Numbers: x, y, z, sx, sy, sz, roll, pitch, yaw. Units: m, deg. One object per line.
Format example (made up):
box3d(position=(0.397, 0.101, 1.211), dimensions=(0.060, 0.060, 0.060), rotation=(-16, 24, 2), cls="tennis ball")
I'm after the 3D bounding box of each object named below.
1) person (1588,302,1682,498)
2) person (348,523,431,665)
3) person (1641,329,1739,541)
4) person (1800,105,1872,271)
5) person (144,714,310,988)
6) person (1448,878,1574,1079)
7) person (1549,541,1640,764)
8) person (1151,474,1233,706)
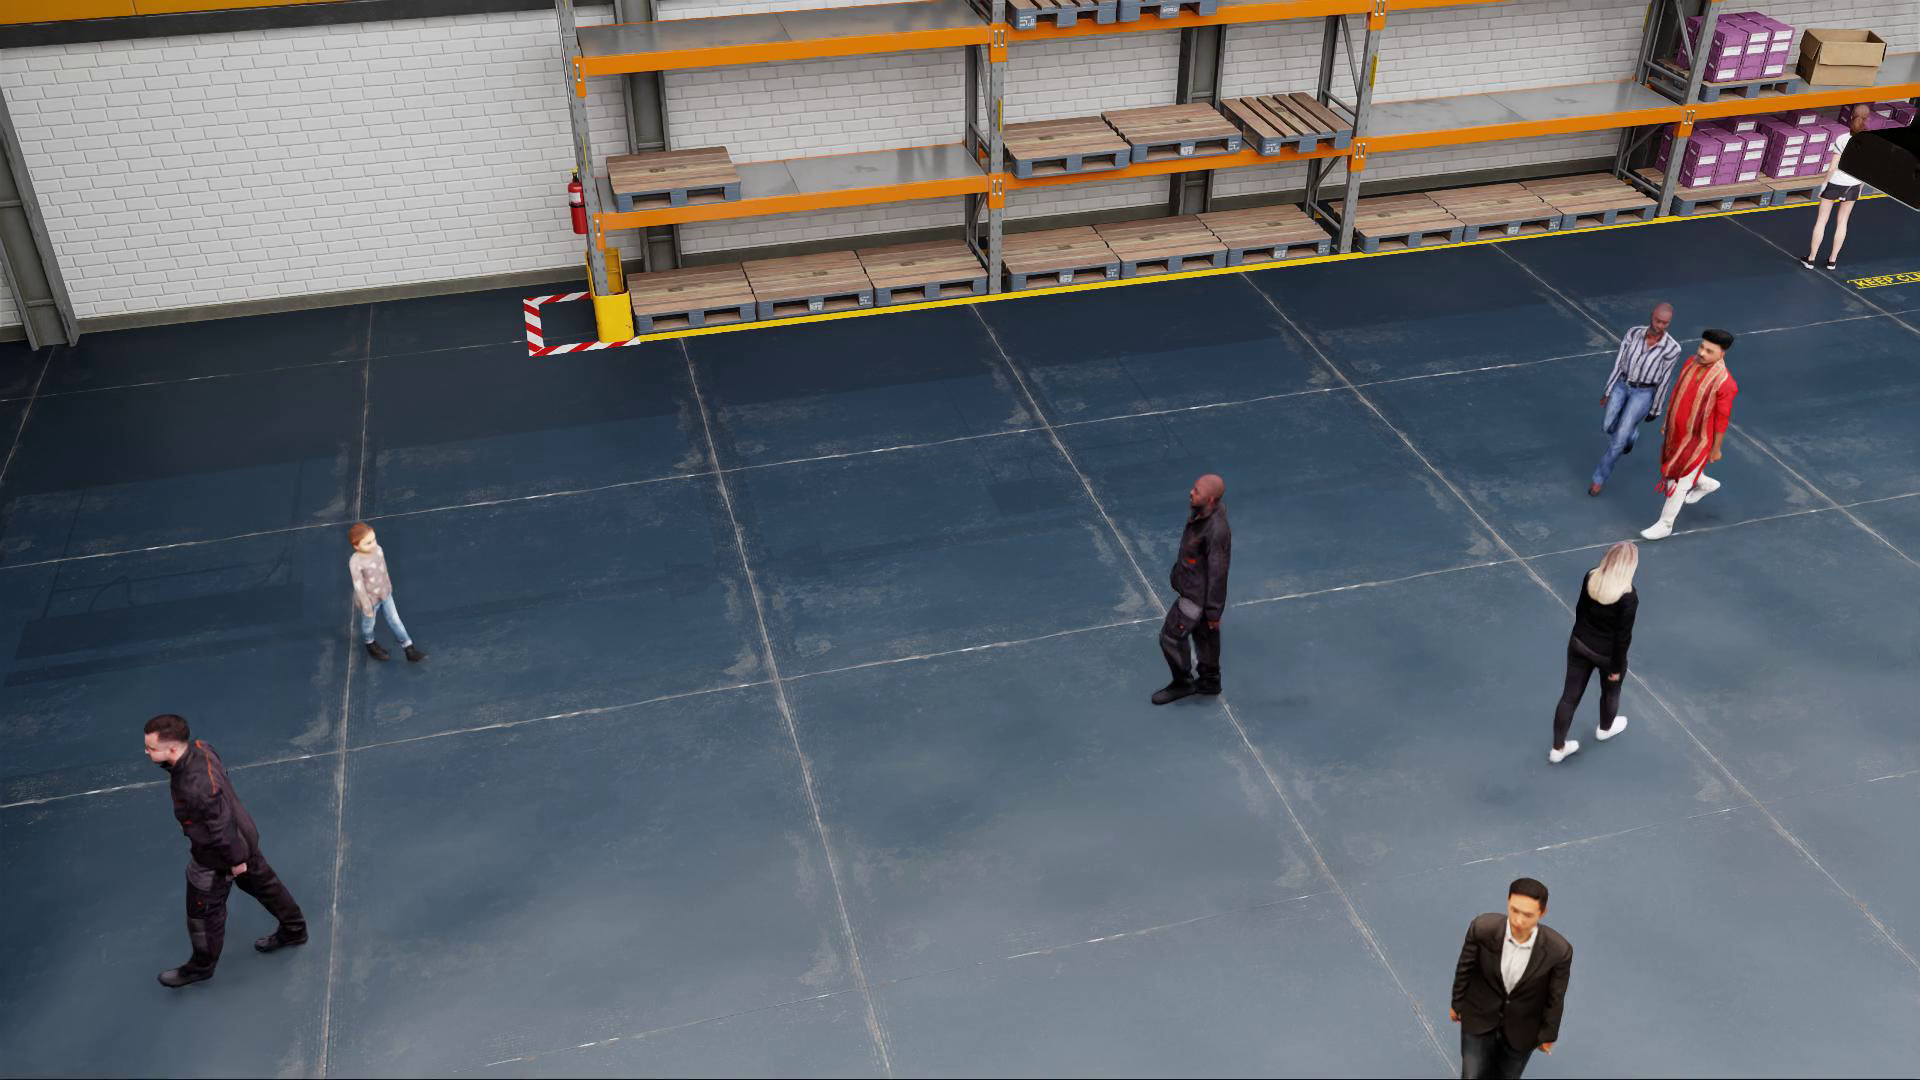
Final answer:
box3d(position=(5.587, -1.188, 13.725), dimensions=(1.084, 1.758, 0.956), rotation=(-28, 42, -35), cls="person")
box3d(position=(-4.232, 0.383, 11.895), dimensions=(0.856, 1.167, 0.796), rotation=(18, 37, 24), cls="person")
box3d(position=(5.880, -0.883, 13.184), dimensions=(1.101, 1.848, 0.739), rotation=(-7, 34, -11), cls="person")
box3d(position=(9.283, -3.710, 17.526), dimensions=(0.593, 1.750, 0.707), rotation=(6, 34, 9), cls="person")
box3d(position=(-4.056, 1.676, 9.361), dimensions=(1.068, 1.819, 0.770), rotation=(-12, 35, -17), cls="person")
box3d(position=(2.749, 2.352, 8.374), dimensions=(1.049, 1.786, 1.083), rotation=(15, 36, 21), cls="person")
box3d(position=(4.089, 0.771, 10.862), dimensions=(1.014, 1.665, 0.829), rotation=(-21, 39, -28), cls="person")
box3d(position=(1.746, 0.343, 11.377), dimensions=(0.841, 1.806, 0.806), rotation=(0, 34, 0), cls="person")
